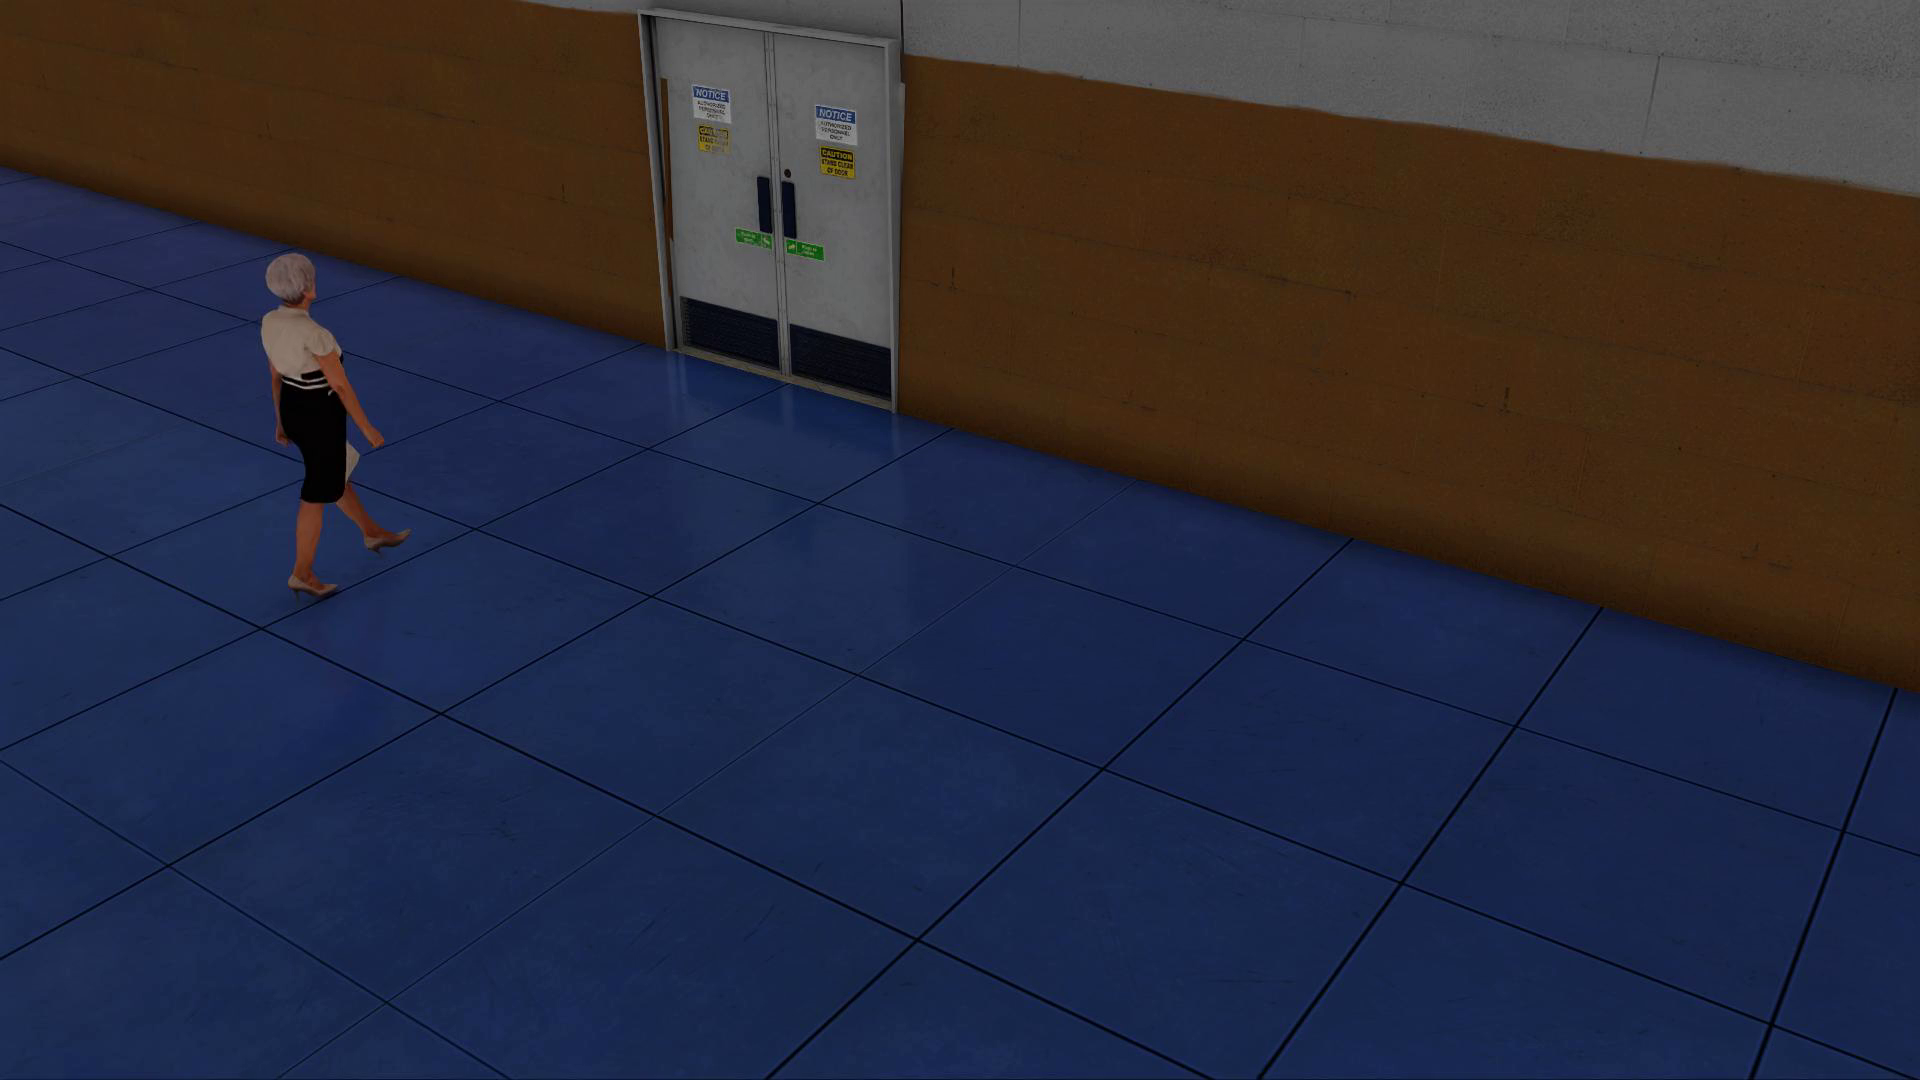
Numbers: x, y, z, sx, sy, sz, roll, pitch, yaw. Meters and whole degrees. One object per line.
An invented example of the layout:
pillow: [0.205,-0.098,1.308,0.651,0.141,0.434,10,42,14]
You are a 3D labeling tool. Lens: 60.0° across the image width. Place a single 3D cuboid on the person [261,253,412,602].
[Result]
person: [-3.210,-0.487,8.062,0.711,1.724,1.006,23,35,38]
